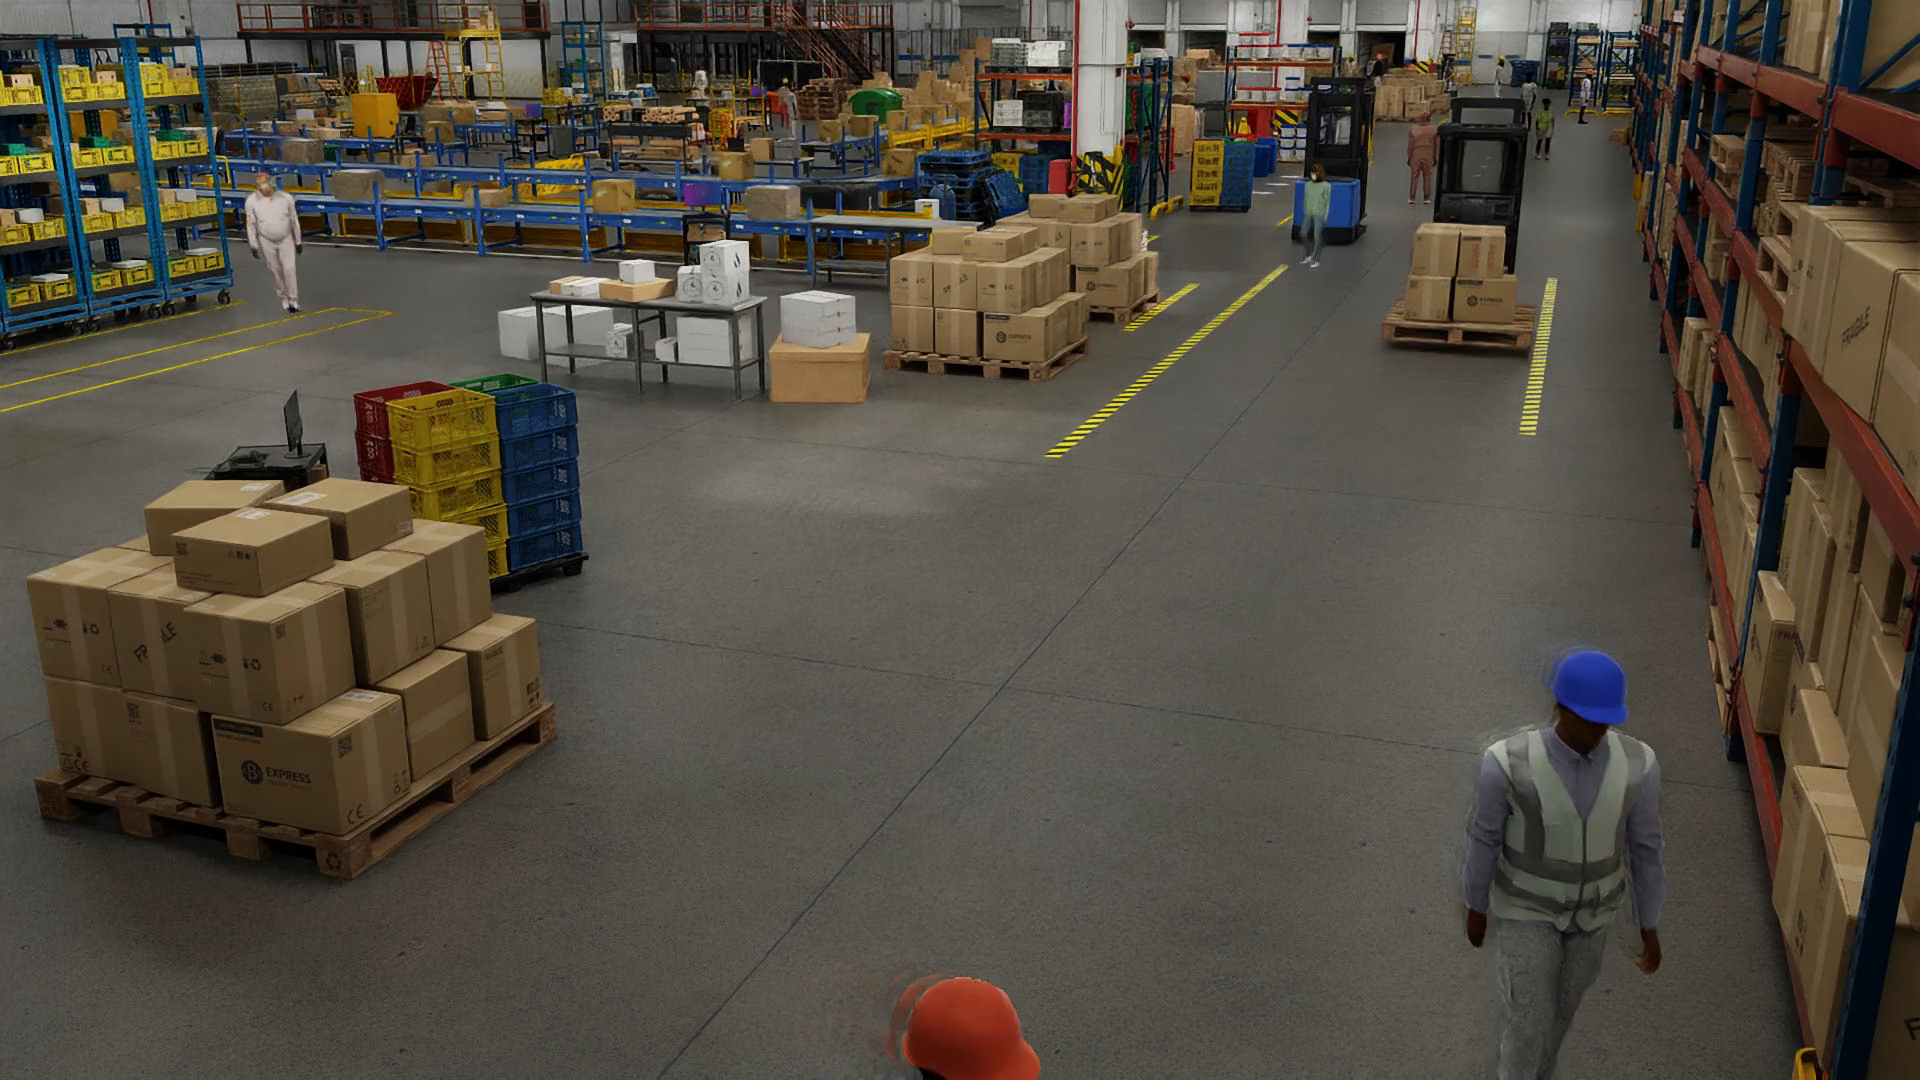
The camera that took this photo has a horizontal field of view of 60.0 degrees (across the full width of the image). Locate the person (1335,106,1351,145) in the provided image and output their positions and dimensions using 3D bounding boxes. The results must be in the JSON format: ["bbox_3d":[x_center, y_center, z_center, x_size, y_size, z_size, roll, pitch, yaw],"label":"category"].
[{"bbox_3d":[9.107,-9.316,39.157,0.593,1.815,0.727,7,19,21],"label":"person"}]

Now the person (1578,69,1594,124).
[{"bbox_3d":[22.512,-15.933,59.776,0.388,1.930,0.539,2,18,7],"label":"person"}]

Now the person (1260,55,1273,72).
[{"bbox_3d":[14.497,-21.947,78.644,0.627,1.940,0.371,7,19,20],"label":"person"}]

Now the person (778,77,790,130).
[{"bbox_3d":[-5.934,-14.899,56.802,0.538,1.743,0.401,-5,18,-14],"label":"person"}]

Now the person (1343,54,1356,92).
[{"bbox_3d":[19.093,-22.779,81.358,0.591,1.872,0.960,-5,18,-14],"label":"person"}]

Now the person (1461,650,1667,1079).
[{"bbox_3d":[2.071,1.287,5.664,0.629,1.922,0.674,-2,18,-5],"label":"person"}]

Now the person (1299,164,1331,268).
[{"bbox_3d":[5.599,-5.112,26.266,0.508,1.622,0.397,15,23,39],"label":"person"}]

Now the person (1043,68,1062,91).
[{"bbox_3d":[3.336,-15.856,59.338,0.676,2.000,0.536,6,19,17],"label":"person"}]

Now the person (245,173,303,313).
[{"bbox_3d":[-9.167,-3.959,22.268,0.664,1.848,1.000,-6,19,-19],"label":"person"}]

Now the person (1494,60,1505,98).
[{"bbox_3d":[23.963,-20.390,73.923,0.430,1.836,0.624,3,18,8],"label":"person"}]

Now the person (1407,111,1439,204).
[{"bbox_3d":[9.737,-8.046,35.017,0.641,1.908,0.407,4,18,14],"label":"person"}]

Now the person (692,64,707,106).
[{"bbox_3d":[-10.754,-18.668,68.497,0.972,1.831,0.594,11,21,31],"label":"person"}]

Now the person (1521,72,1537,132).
[{"bbox_3d":[19.002,-14.667,55.724,0.361,1.964,0.616,-9,20,-27],"label":"person"}]

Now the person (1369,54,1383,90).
[{"bbox_3d":[19.735,-22.041,78.929,1.026,1.936,0.620,-5,18,-14],"label":"person"}]

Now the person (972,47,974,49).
[{"bbox_3d":[0.829,-27.521,96.190,0.826,1.912,0.591,-5,18,-15],"label":"person"}]

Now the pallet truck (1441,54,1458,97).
[{"bbox_3d":[22.765,-21.886,78.355,0.823,1.965,1.885,-4,18,-14],"label":"pallet truck"}]

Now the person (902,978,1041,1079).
[{"bbox_3d":[0.075,1.863,3.869,0.759,1.909,0.565,5,18,15],"label":"person"}]

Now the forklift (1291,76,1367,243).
[{"bbox_3d":[6.598,-6.755,29.381,1.129,2.768,1.873,6,19,19],"label":"forklift"}]

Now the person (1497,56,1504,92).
[{"bbox_3d":[27.042,-23.322,83.245,0.524,1.768,0.312,-14,23,-38],"label":"person"}]

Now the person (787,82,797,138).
[{"bbox_3d":[-5.050,-12.873,50.244,0.329,1.872,0.508,-10,20,-28],"label":"person"}]

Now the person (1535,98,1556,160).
[{"bbox_3d":[15.890,-11.152,45.172,0.556,1.641,0.873,1,18,5],"label":"person"}]

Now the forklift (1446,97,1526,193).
[{"bbox_3d":[6.915,-4.461,22.172,1.129,2.768,1.873,6,19,18],"label":"forklift"}]

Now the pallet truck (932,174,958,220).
[{"bbox_3d":[-0.507,-5.292,27.348,0.653,1.274,1.630,6,19,19],"label":"pallet truck"}]

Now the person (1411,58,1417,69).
[{"bbox_3d":[22.341,-22.840,81.874,0.425,1.686,0.535,9,20,27],"label":"person"}]

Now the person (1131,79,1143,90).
[{"bbox_3d":[7.181,-18.093,66.476,0.791,1.996,0.417,9,20,25],"label":"person"}]

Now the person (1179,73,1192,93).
[{"bbox_3d":[7.777,-15.170,57.486,1.066,1.848,0.578,1,18,4],"label":"person"}]
